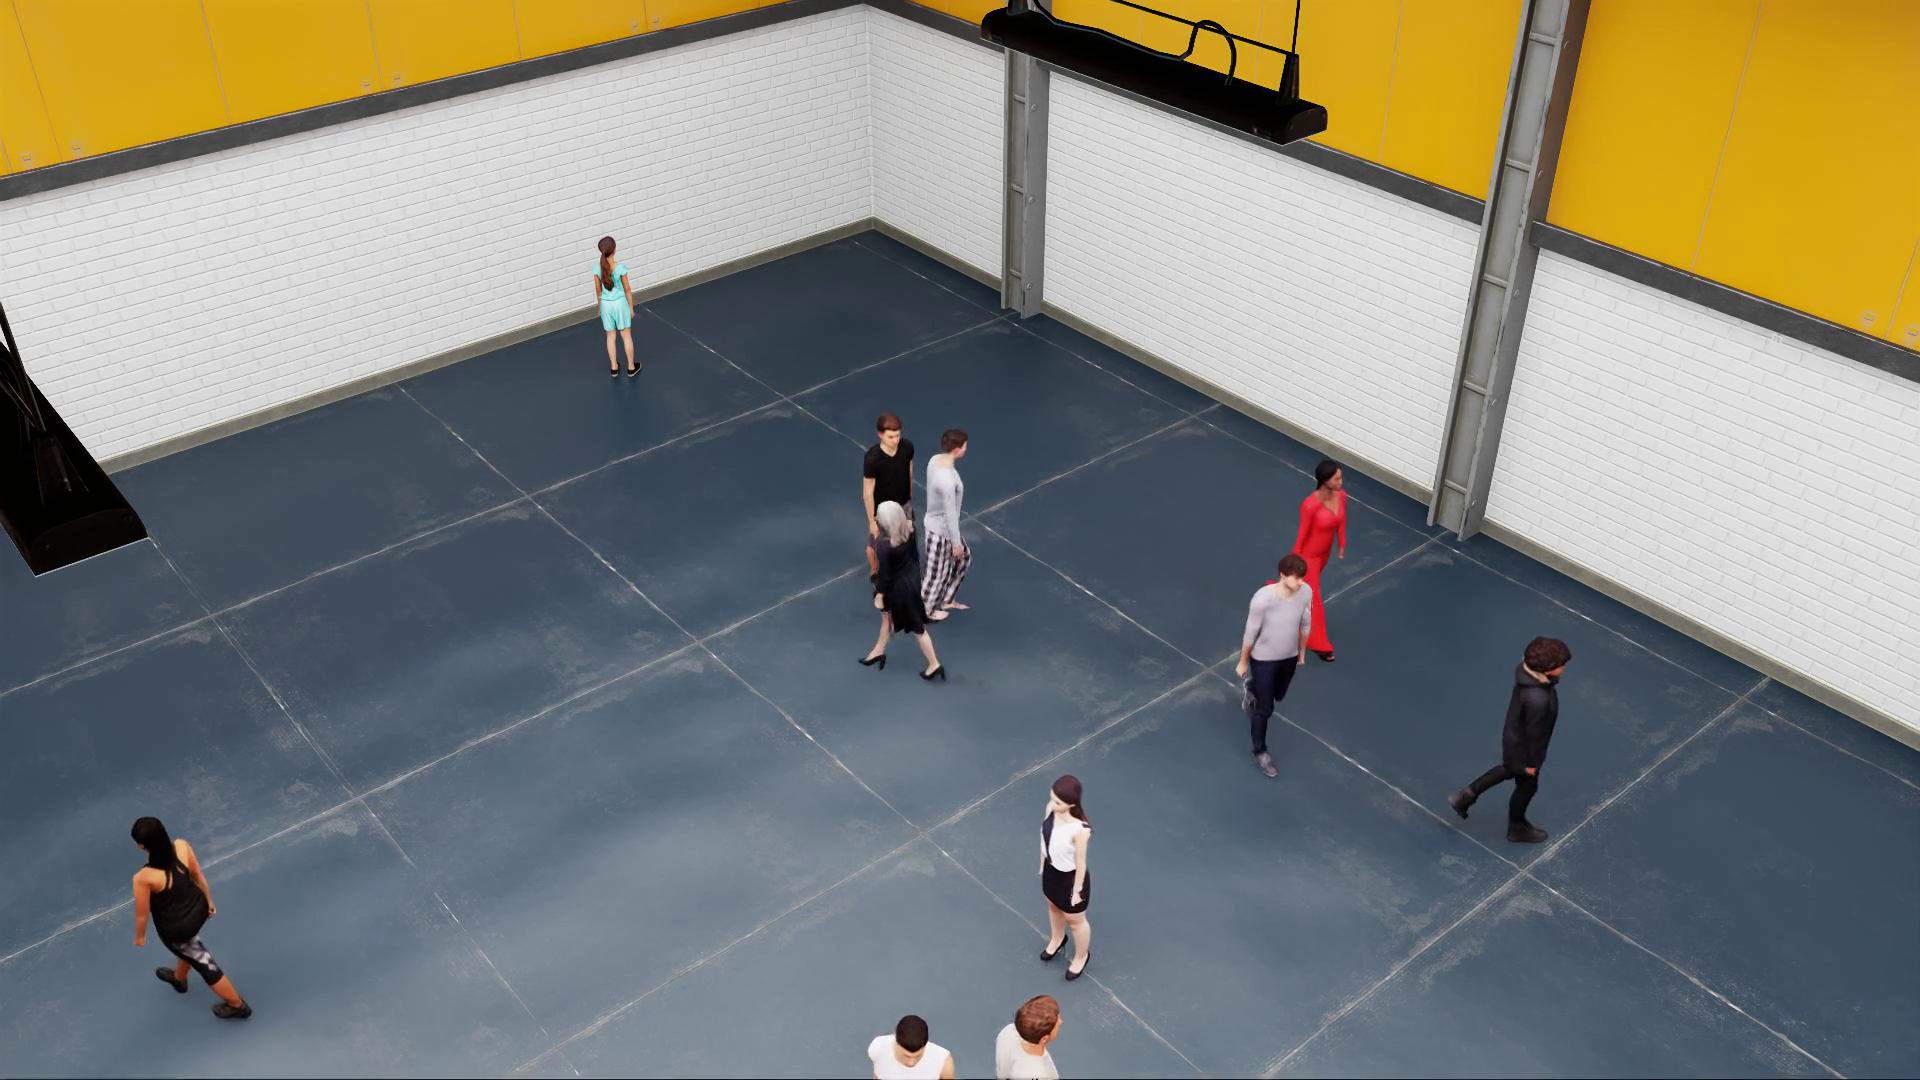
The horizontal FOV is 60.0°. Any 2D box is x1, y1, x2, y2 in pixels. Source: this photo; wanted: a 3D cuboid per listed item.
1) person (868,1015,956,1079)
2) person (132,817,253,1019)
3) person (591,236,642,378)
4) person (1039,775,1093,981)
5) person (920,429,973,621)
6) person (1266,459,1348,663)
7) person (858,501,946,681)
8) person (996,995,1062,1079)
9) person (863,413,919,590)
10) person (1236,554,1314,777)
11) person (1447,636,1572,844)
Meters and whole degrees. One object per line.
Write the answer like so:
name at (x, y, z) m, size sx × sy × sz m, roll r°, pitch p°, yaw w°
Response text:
person at (-0.192, 3.090, 8.991) m, size 1.121 × 1.728 × 1.091 m, roll 9°, pitch 35°, yaw 13°
person at (-4.698, 2.349, 10.187) m, size 1.072 × 1.639 × 0.915 m, roll 10°, pitch 35°, yaw 14°
person at (-3.635, -2.463, 17.499) m, size 0.634 × 1.558 × 0.690 m, roll 2°, pitch 34°, yaw 2°
person at (0.672, 2.123, 10.519) m, size 0.603 × 1.646 × 0.468 m, roll -23°, pitch 40°, yaw -31°
person at (-0.231, -0.086, 13.682) m, size 0.910 × 1.825 × 0.843 m, roll -4°, pitch 34°, yaw -6°
person at (2.810, 0.084, 13.495) m, size 0.666 × 1.750 × 1.137 m, roll -23°, pitch 40°, yaw -31°
person at (-0.385, 0.428, 13.018) m, size 1.073 × 1.704 × 0.905 m, roll 17°, pitch 37°, yaw 24°
person at (0.353, 3.112, 8.802) m, size 0.797 × 1.900 × 0.635 m, roll -14°, pitch 36°, yaw -20°
person at (-0.638, -0.328, 14.044) m, size 0.764 × 1.827 × 1.035 m, roll -21°, pitch 39°, yaw -28°
person at (2.287, 0.805, 12.355) m, size 0.954 × 1.810 × 1.196 m, roll -10°, pitch 35°, yaw -14°
person at (3.838, 1.391, 11.518) m, size 1.057 × 1.761 × 0.994 m, roll 3°, pitch 34°, yaw 5°
